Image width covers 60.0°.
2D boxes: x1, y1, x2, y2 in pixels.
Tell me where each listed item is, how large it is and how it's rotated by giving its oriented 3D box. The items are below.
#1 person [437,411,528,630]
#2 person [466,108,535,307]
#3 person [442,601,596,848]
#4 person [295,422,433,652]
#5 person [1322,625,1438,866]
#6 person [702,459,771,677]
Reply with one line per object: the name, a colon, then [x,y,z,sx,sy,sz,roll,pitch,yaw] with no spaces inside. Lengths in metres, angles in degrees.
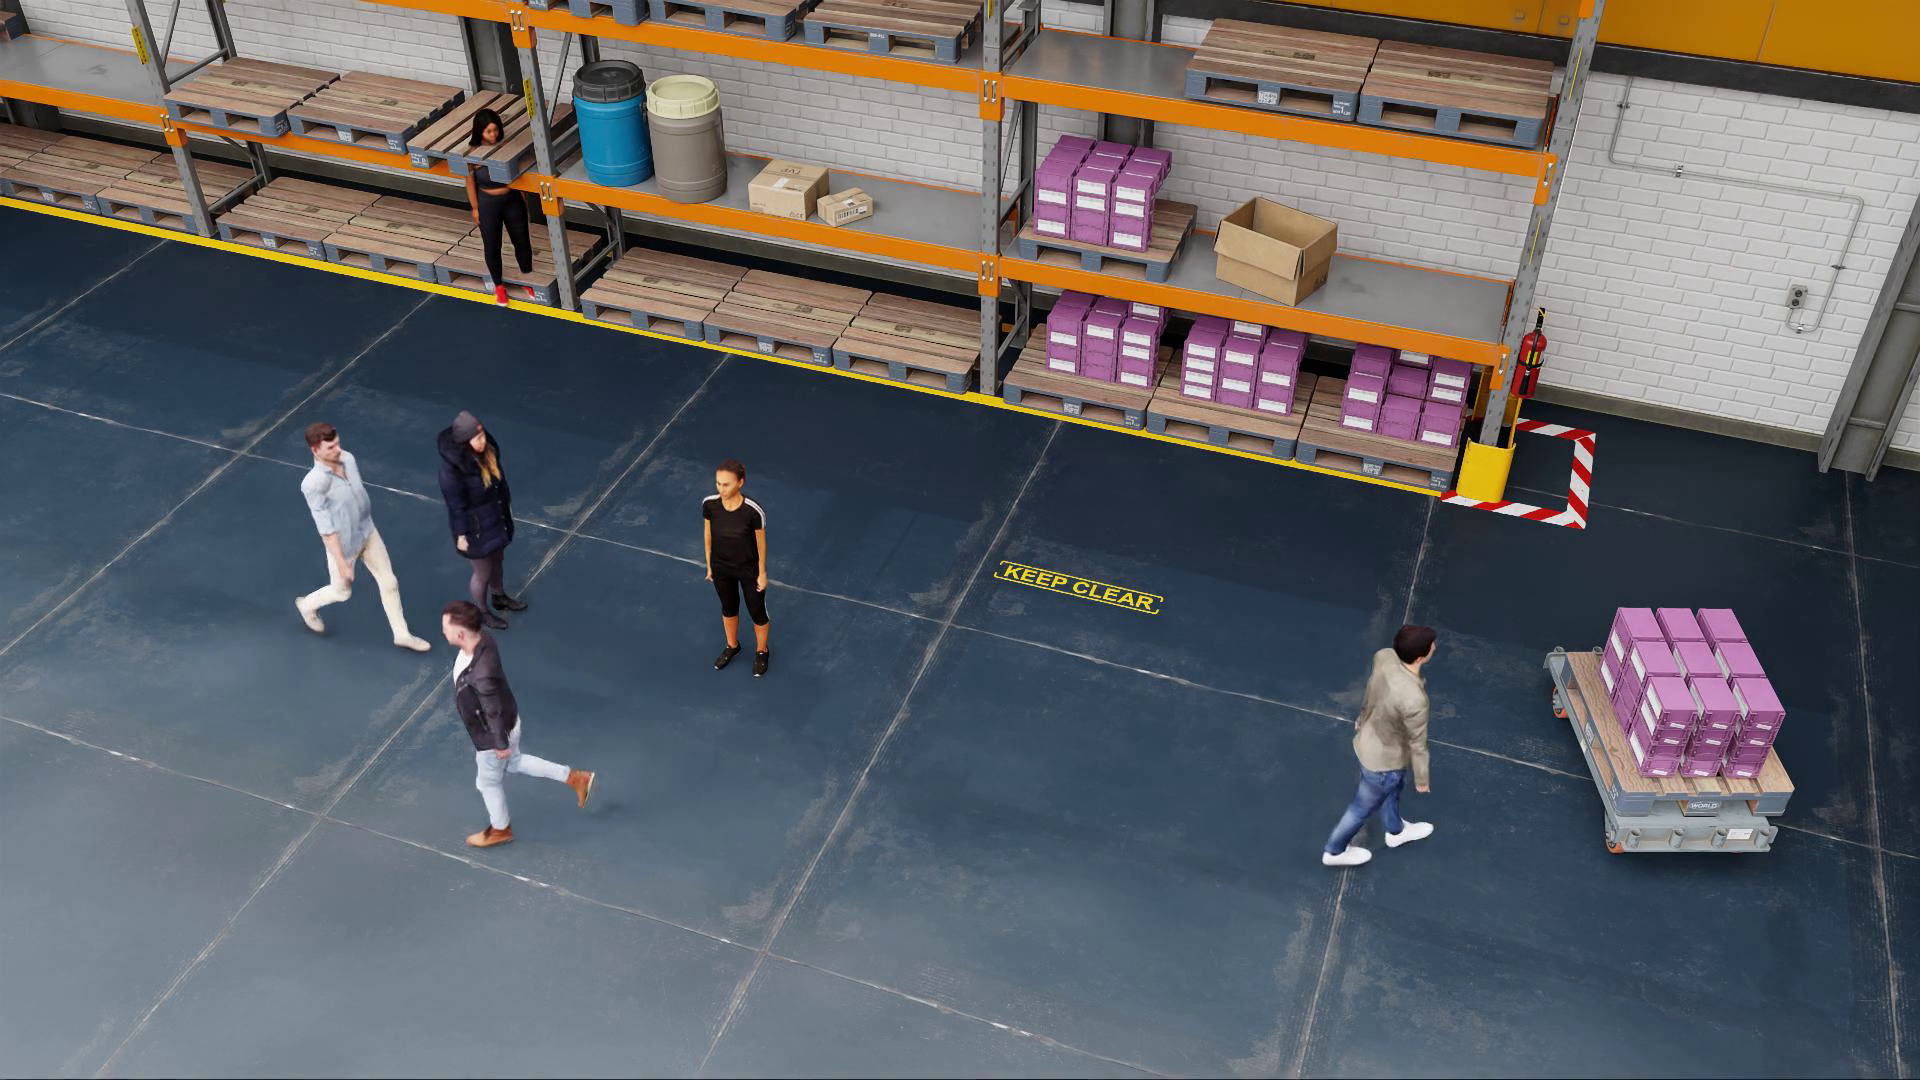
person: [-3.256,-0.144,11.222,0.640,1.672,0.670,15,41,18]
person: [-4.050,-2.954,14.628,0.772,1.814,0.830,-17,42,-20]
person: [-2.597,1.061,9.605,1.150,1.808,1.005,-10,40,-12]
person: [-4.098,-0.010,10.940,1.157,1.816,0.642,14,41,16]
person: [2.307,1.211,9.392,1.100,1.838,0.975,-5,39,-6]
person: [-1.444,0.163,10.841,0.468,1.669,0.646,11,40,13]
